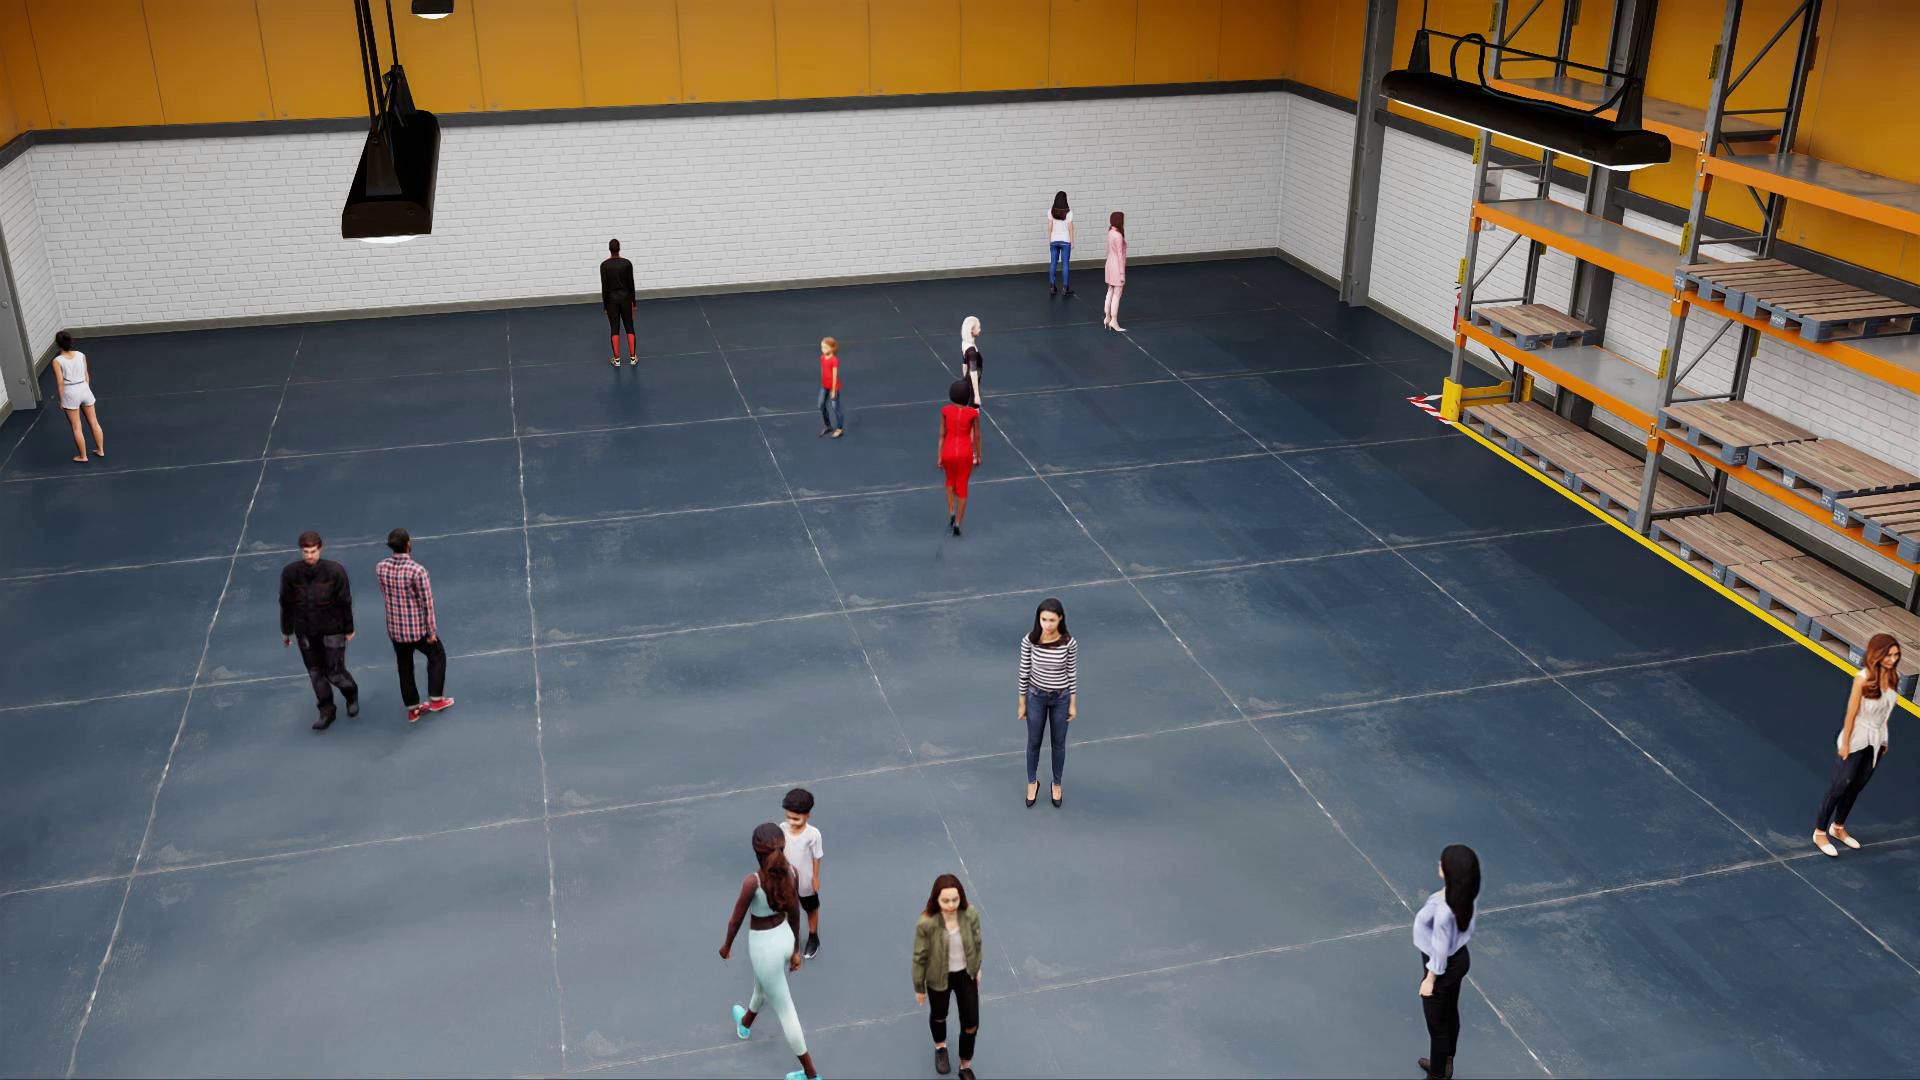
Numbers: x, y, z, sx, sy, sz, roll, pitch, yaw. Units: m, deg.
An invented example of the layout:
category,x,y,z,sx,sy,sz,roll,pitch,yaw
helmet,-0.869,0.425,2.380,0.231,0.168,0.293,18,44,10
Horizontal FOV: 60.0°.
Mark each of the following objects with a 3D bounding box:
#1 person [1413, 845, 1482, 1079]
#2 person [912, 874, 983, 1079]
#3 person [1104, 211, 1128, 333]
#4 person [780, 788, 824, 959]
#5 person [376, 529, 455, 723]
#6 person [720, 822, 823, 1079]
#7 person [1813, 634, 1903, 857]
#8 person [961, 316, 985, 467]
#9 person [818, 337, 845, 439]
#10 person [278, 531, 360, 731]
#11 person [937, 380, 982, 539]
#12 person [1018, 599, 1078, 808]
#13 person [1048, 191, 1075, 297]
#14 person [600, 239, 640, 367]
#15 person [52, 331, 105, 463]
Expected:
category,x,y,z,sx,sy,sz,roll,pitch,yaw
person,2.904,2.579,9.960,0.758,1.743,0.720,16,28,32
person,-0.082,2.632,10.189,0.603,1.461,0.690,-6,24,-14
person,2.334,-4.050,25.049,0.680,1.803,0.469,-8,25,-17
person,-1.092,2.242,11.331,0.574,1.262,0.621,9,25,19
person,-4.709,0.762,14.117,0.808,1.741,0.826,5,24,11
person,-1.084,2.572,10.074,1.218,1.663,0.969,21,31,39
person,6.695,1.501,12.373,0.619,1.784,0.552,-9,25,-19
person,0.113,-1.775,19.810,0.629,1.831,0.415,-6,24,-14
person,-1.558,-1.920,20.805,0.579,1.299,0.648,19,30,37
person,-5.384,0.723,14.104,0.833,1.825,0.829,2,24,4
person,-0.030,-0.838,17.791,0.745,1.731,0.806,3,24,7
person,0.687,1.267,12.896,0.654,1.795,0.610,1,24,3
person,1.625,-4.789,26.887,0.677,1.685,0.723,11,26,24
person,-4.808,-3.363,23.471,0.614,1.808,0.520,-7,25,-15
person,-10.629,-1.738,20.007,0.719,1.605,0.664,14,27,30
